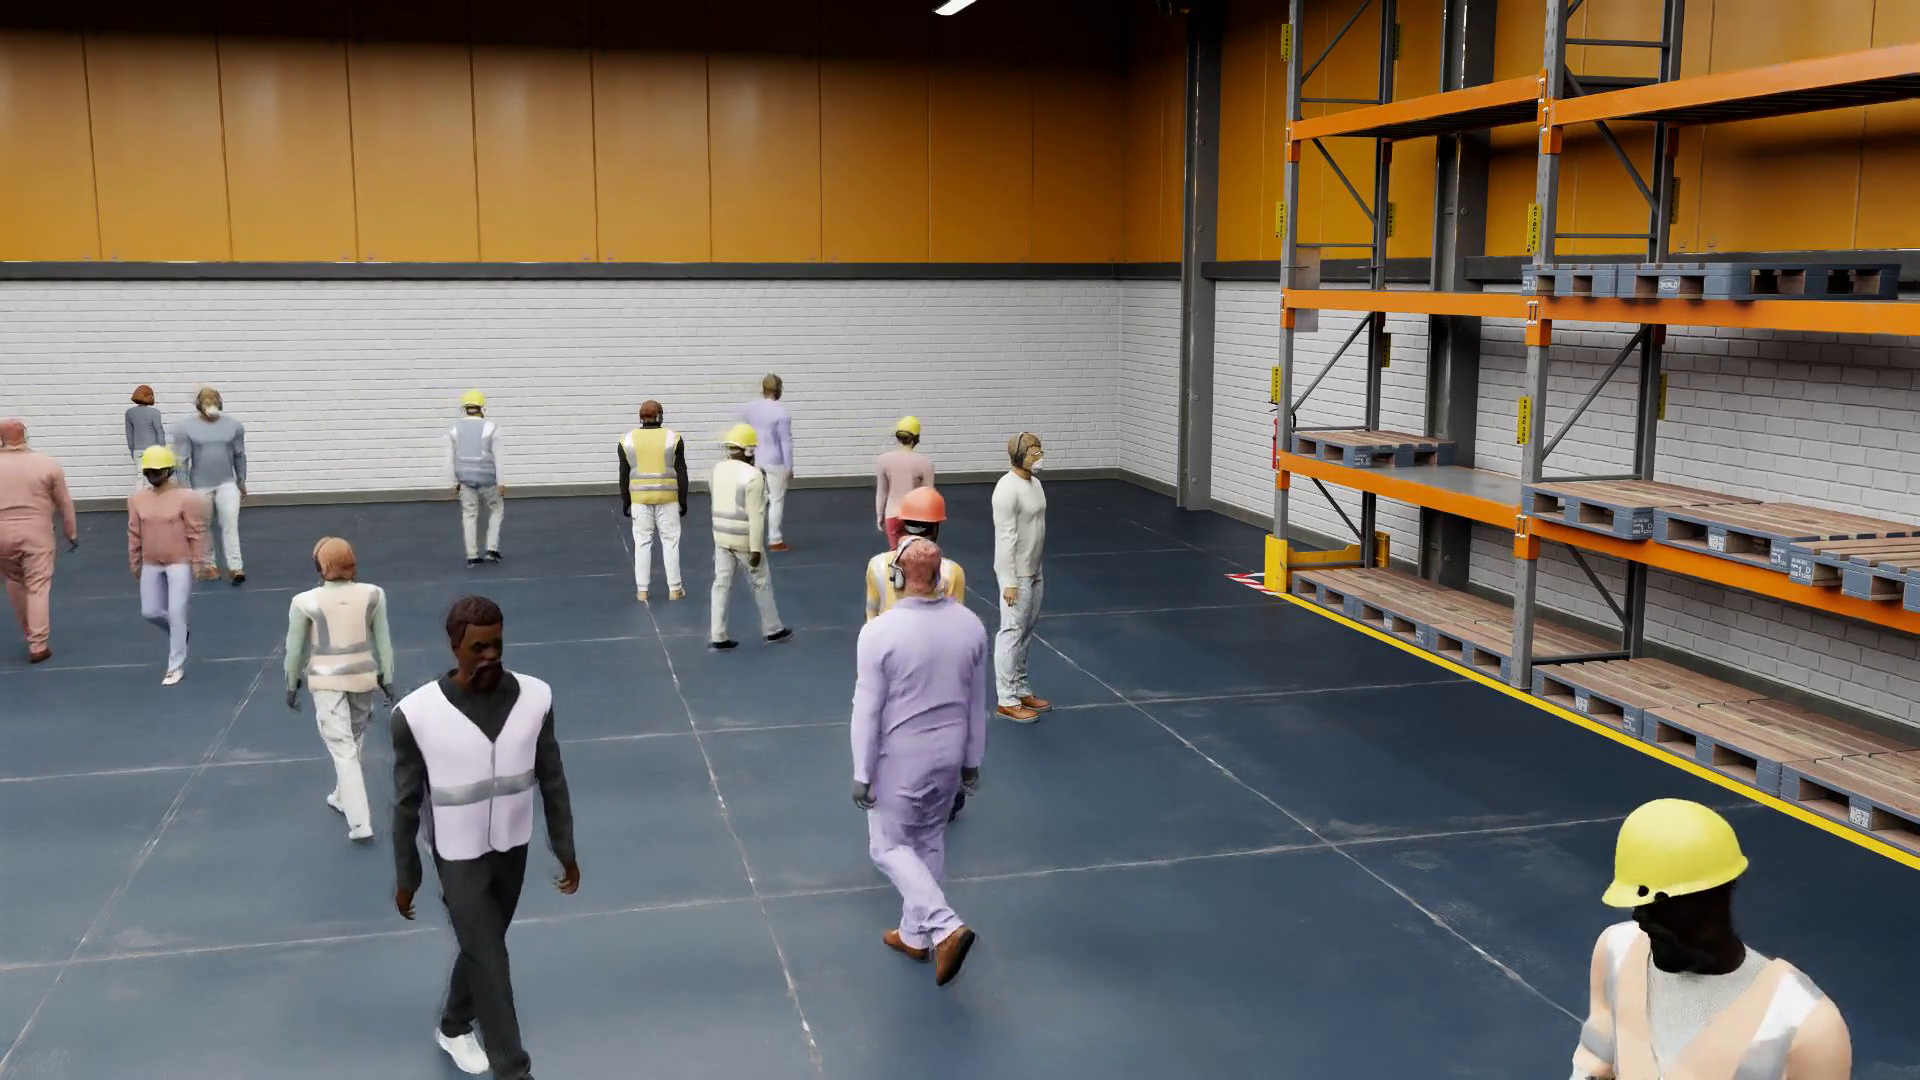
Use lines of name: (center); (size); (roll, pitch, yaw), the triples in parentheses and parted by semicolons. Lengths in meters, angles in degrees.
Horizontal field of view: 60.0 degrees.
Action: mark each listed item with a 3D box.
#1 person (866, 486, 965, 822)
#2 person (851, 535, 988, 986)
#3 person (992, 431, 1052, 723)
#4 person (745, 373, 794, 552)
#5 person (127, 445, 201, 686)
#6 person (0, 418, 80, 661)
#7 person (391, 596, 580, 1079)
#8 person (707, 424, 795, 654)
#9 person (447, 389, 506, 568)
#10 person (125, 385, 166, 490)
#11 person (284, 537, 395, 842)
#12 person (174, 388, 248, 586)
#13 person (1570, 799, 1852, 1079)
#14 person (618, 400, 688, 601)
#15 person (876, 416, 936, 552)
person: (-0.225, 0.660, 8.691); (0.568, 1.885, 0.982); (2, 9, 15)
person: (-0.142, 0.926, 7.000); (0.653, 1.891, 0.684); (-7, 12, -38)
person: (0.416, 0.238, 11.150); (0.362, 1.939, 0.636); (3, 10, 20)
person: (-2.052, -0.811, 17.743); (0.633, 1.928, 0.519); (8, 12, 40)
person: (-5.808, 0.161, 12.223); (0.530, 1.750, 0.587); (0, 9, -1)
person: (-7.292, -0.027, 13.026); (0.667, 1.857, 0.969); (-3, 10, -18)
person: (-1.692, 1.109, 5.949); (0.609, 1.869, 0.997); (-9, 13, -43)
person: (-1.675, -0.024, 13.219); (0.618, 1.793, 0.862); (6, 11, 35)
person: (-4.904, -0.630, 16.967); (0.617, 1.807, 0.544); (1, 9, 8)
person: (-9.906, -1.072, 20.279); (0.497, 1.633, 0.278); (2, 9, 12)
person: (-3.302, 0.776, 8.864); (0.532, 1.592, 0.856); (-8, 12, -39)
person: (-7.151, -0.505, 15.945); (0.655, 1.882, 1.004); (-6, 11, -34)
person: (1.554, 1.486, 3.548); (0.436, 1.893, 0.620); (-5, 10, -27)
person: (-2.789, -0.358, 15.197); (0.621, 1.837, 0.429); (-1, 9, -3)
person: (-0.459, -0.201, 14.444); (0.547, 1.755, 0.378); (3, 10, 17)
